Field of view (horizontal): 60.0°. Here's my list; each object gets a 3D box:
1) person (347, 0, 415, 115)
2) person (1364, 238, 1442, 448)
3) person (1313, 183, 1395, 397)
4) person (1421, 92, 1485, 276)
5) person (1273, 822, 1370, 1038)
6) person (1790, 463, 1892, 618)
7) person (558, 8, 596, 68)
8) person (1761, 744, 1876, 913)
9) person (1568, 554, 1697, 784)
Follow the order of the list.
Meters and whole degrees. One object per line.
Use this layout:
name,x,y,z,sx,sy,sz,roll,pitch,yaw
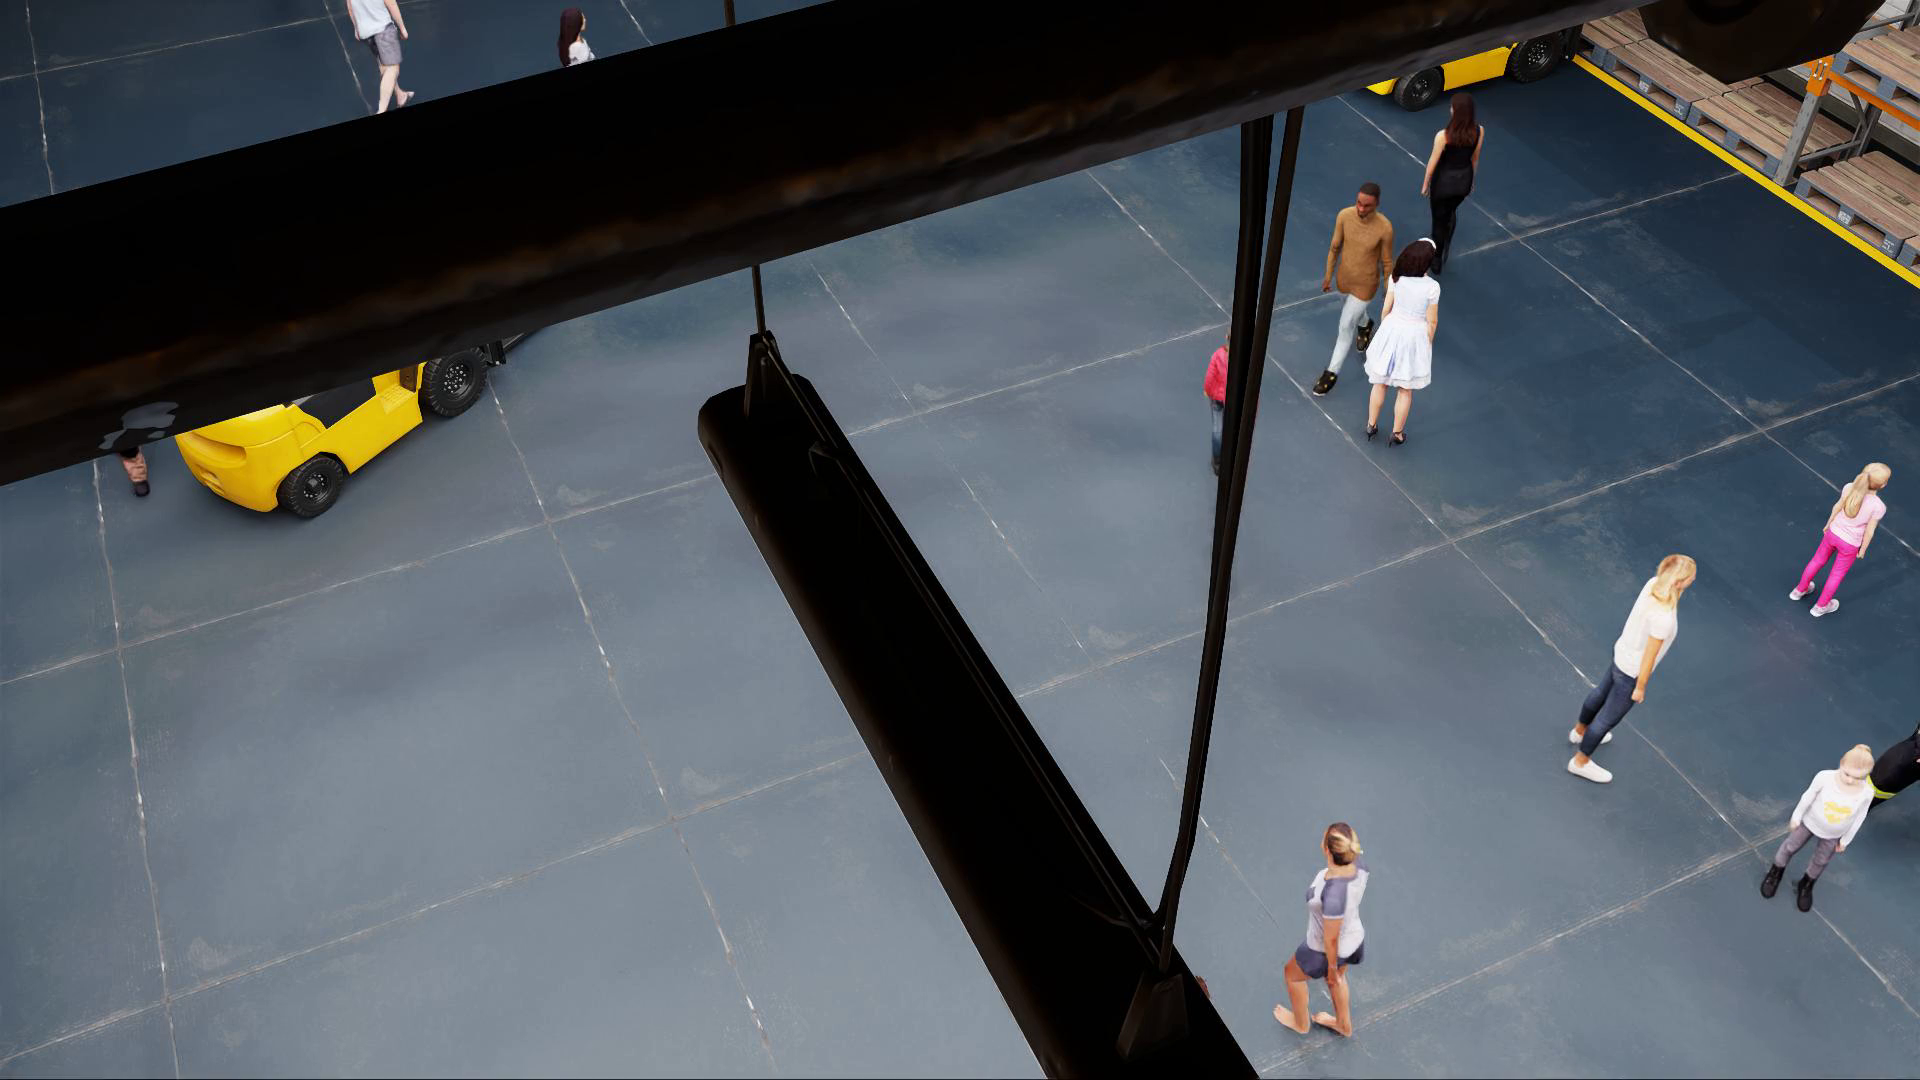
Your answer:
person,-5.636,-4.835,15.977,1.086,1.802,1.219,9,44,9
person,3.309,-1.460,12.422,0.830,1.819,0.904,25,49,24
person,3.161,-2.064,13.087,1.274,1.776,1.113,28,50,26
person,4.188,-2.962,14.103,0.666,1.674,0.670,-7,44,-7
person,2.017,2.156,8.786,0.780,1.598,0.706,23,48,22
person,6.017,-0.022,11.310,0.543,1.270,0.429,-21,47,-20
person,-3.575,-4.088,15.340,0.815,1.599,1.020,-29,51,-27
person,4.971,1.627,9.574,0.562,1.277,0.632,19,47,19
person,4.064,0.754,10.109,0.747,1.803,0.667,10,44,10
